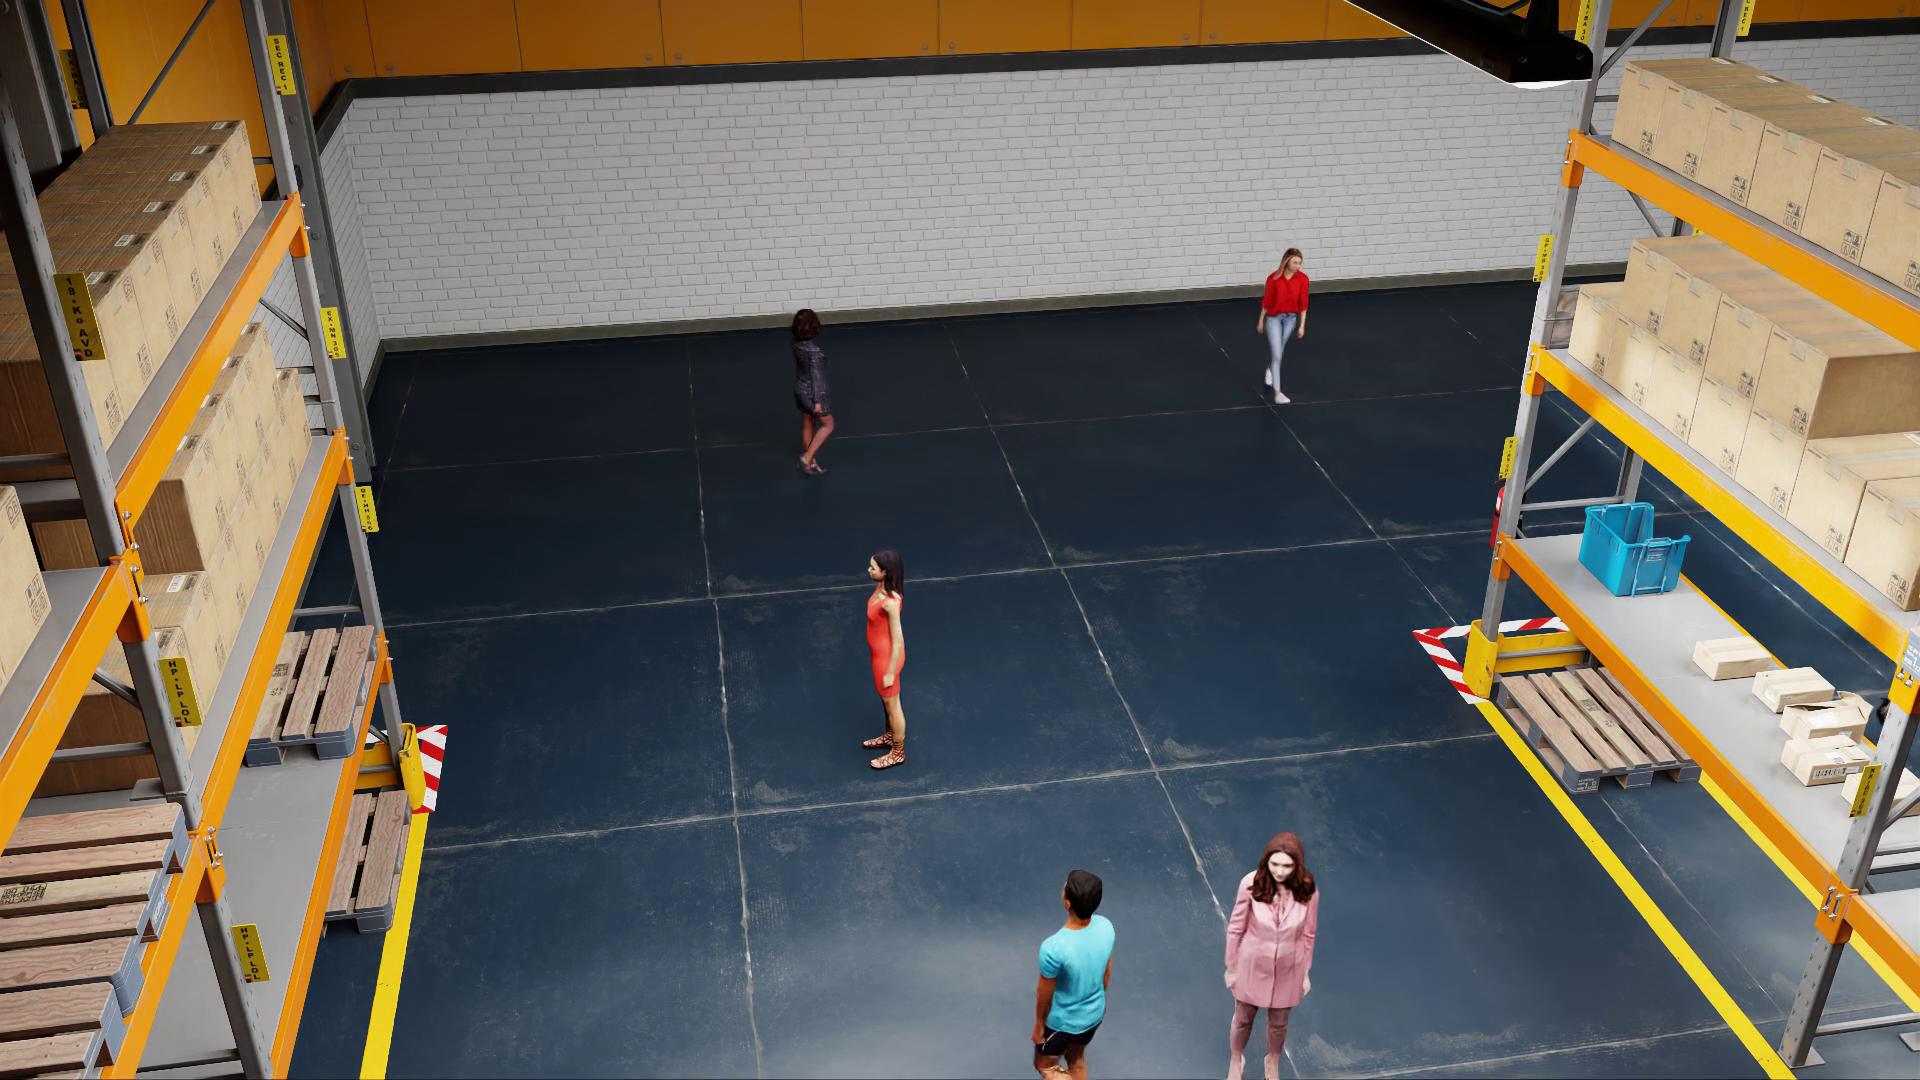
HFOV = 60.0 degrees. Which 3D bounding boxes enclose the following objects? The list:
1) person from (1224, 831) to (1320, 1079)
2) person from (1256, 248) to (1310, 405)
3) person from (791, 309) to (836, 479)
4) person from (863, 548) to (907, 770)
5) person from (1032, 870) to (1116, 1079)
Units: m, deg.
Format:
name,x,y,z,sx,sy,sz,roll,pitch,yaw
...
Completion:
name,x,y,z,sx,sy,sz,roll,pitch,yaw
person,1.661,2.282,8.902,0.675,1.801,0.621,3,29,6
person,3.349,-2.303,17.460,0.675,1.655,1.147,-1,29,-1
person,-1.472,-1.334,15.648,0.795,1.689,0.680,-17,33,-29
person,-0.512,0.817,11.674,0.659,1.719,0.464,-7,29,-12
person,0.635,2.489,8.564,0.834,1.761,0.951,-19,34,-31
